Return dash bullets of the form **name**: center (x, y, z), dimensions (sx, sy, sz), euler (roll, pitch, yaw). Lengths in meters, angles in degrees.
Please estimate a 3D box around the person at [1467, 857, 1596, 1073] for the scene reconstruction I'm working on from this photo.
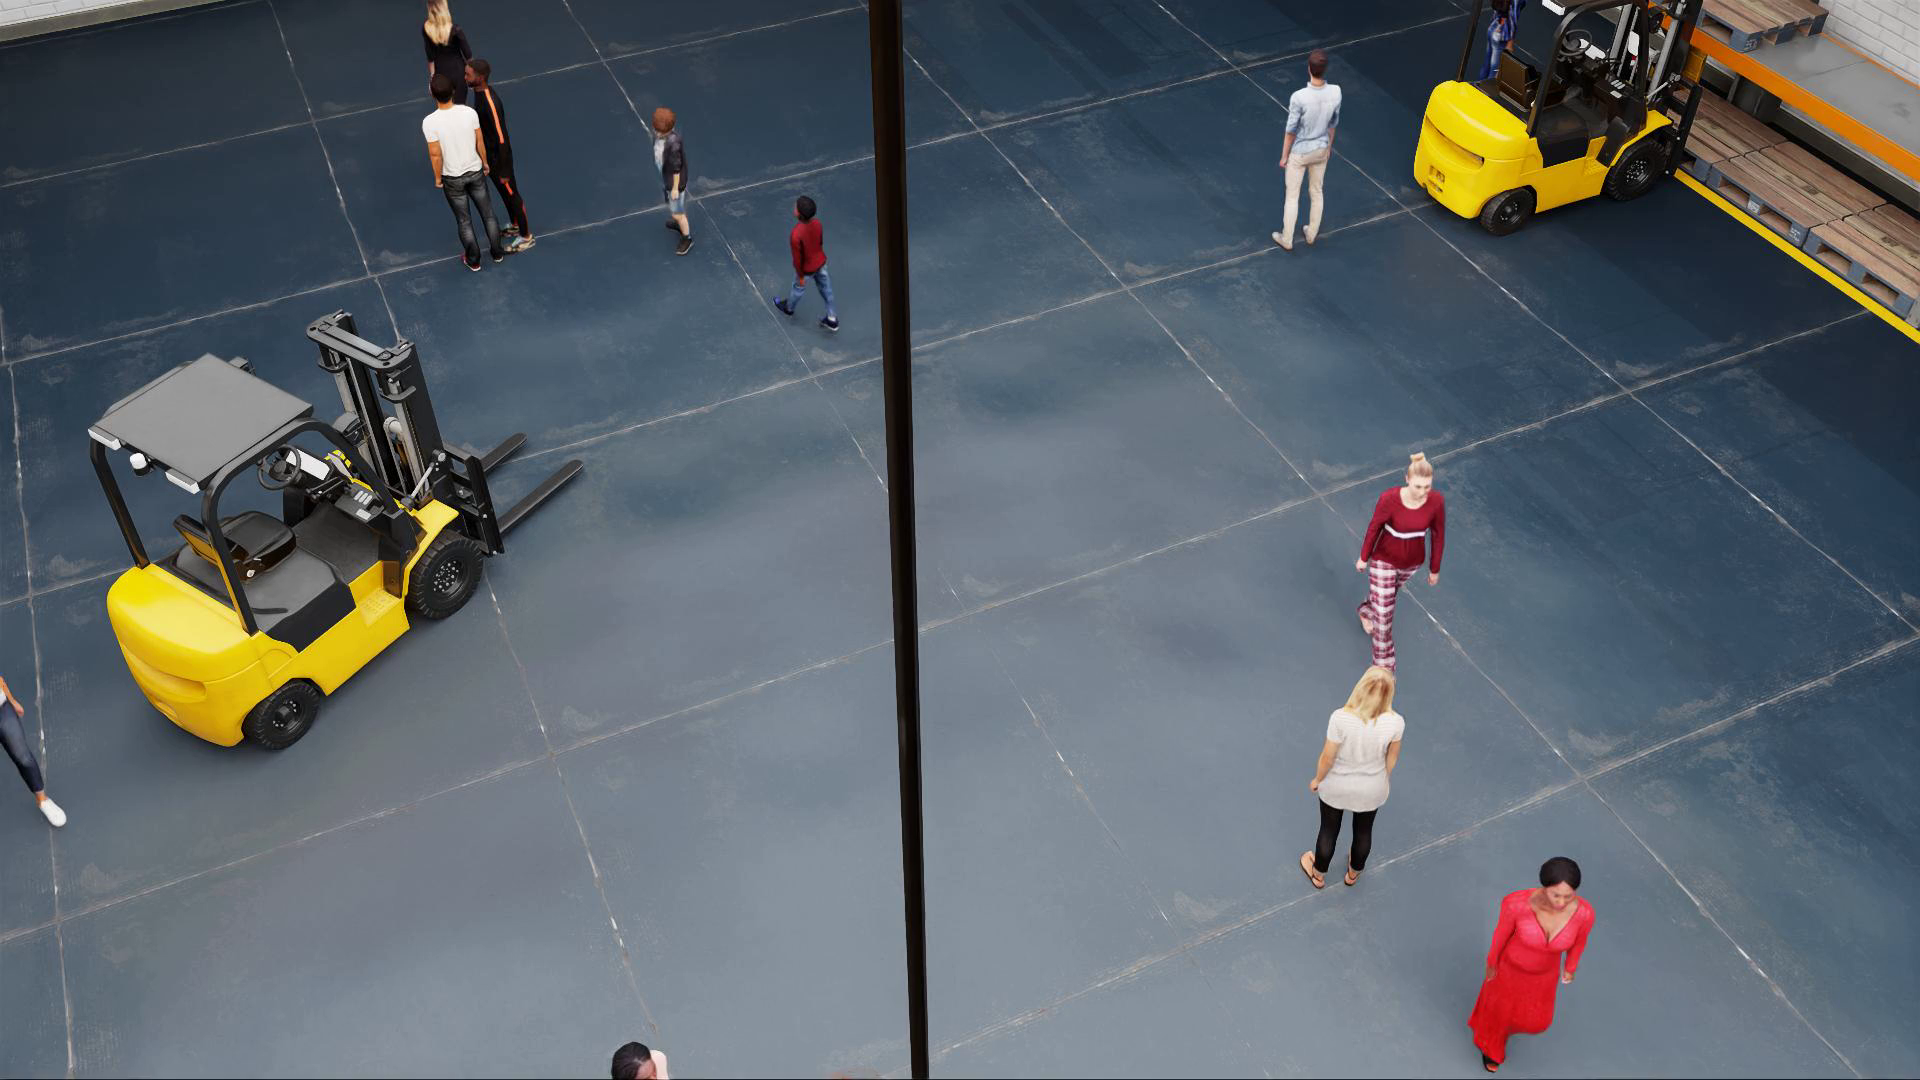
- **person**: center (2.983, 2.160, 8.757), dimensions (0.807, 1.774, 0.871), euler (5, 44, 5)

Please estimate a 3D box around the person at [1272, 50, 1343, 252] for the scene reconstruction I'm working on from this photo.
- **person**: center (3.041, -3.399, 14.532), dimensions (0.688, 1.847, 0.610), euler (-10, 45, -11)

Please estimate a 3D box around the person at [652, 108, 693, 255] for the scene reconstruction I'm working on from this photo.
- **person**: center (-2.534, -3.204, 14.633), dimensions (0.786, 1.426, 0.518), euler (-16, 46, -16)

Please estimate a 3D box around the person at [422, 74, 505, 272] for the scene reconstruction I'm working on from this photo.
- **person**: center (-4.292, -3.167, 14.329), dimensions (0.675, 1.803, 0.580), euler (-25, 49, -24)

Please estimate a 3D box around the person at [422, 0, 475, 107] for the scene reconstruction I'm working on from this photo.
- **person**: center (-4.787, -4.273, 15.611), dimensions (1.000, 1.624, 1.121), euler (10, 45, 10)

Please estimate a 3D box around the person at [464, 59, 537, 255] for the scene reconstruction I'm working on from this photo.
- **person**: center (-4.035, -3.364, 14.524), dimensions (0.704, 1.807, 0.482), euler (-21, 48, -21)

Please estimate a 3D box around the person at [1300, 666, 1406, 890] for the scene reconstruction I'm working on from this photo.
- **person**: center (2.257, 1.390, 9.521), dimensions (0.688, 1.826, 0.684), euler (1, 44, 1)

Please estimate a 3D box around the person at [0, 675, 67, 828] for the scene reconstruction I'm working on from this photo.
- **person**: center (-5.893, 1.025, 9.927), dimensions (1.004, 1.794, 0.818), euler (31, 52, 29)

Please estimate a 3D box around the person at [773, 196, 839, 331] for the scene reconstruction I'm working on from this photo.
- **person**: center (-1.193, -2.260, 13.783), dimensions (0.921, 1.231, 0.730), euler (30, 51, 28)

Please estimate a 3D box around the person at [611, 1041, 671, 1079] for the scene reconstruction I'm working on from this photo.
- **person**: center (-1.481, 2.909, 8.003), dimensions (0.741, 1.720, 0.682), euler (14, 45, 14)

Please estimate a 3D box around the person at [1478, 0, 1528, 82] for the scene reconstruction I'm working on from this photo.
- **person**: center (5.302, -4.927, 16.305), dimensions (0.745, 1.615, 0.627), euler (0, 44, 0)

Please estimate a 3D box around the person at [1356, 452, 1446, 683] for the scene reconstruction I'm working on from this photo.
- **person**: center (2.872, 0.074, 11.018), dimensions (0.848, 1.666, 1.097), euler (-5, 44, -6)
